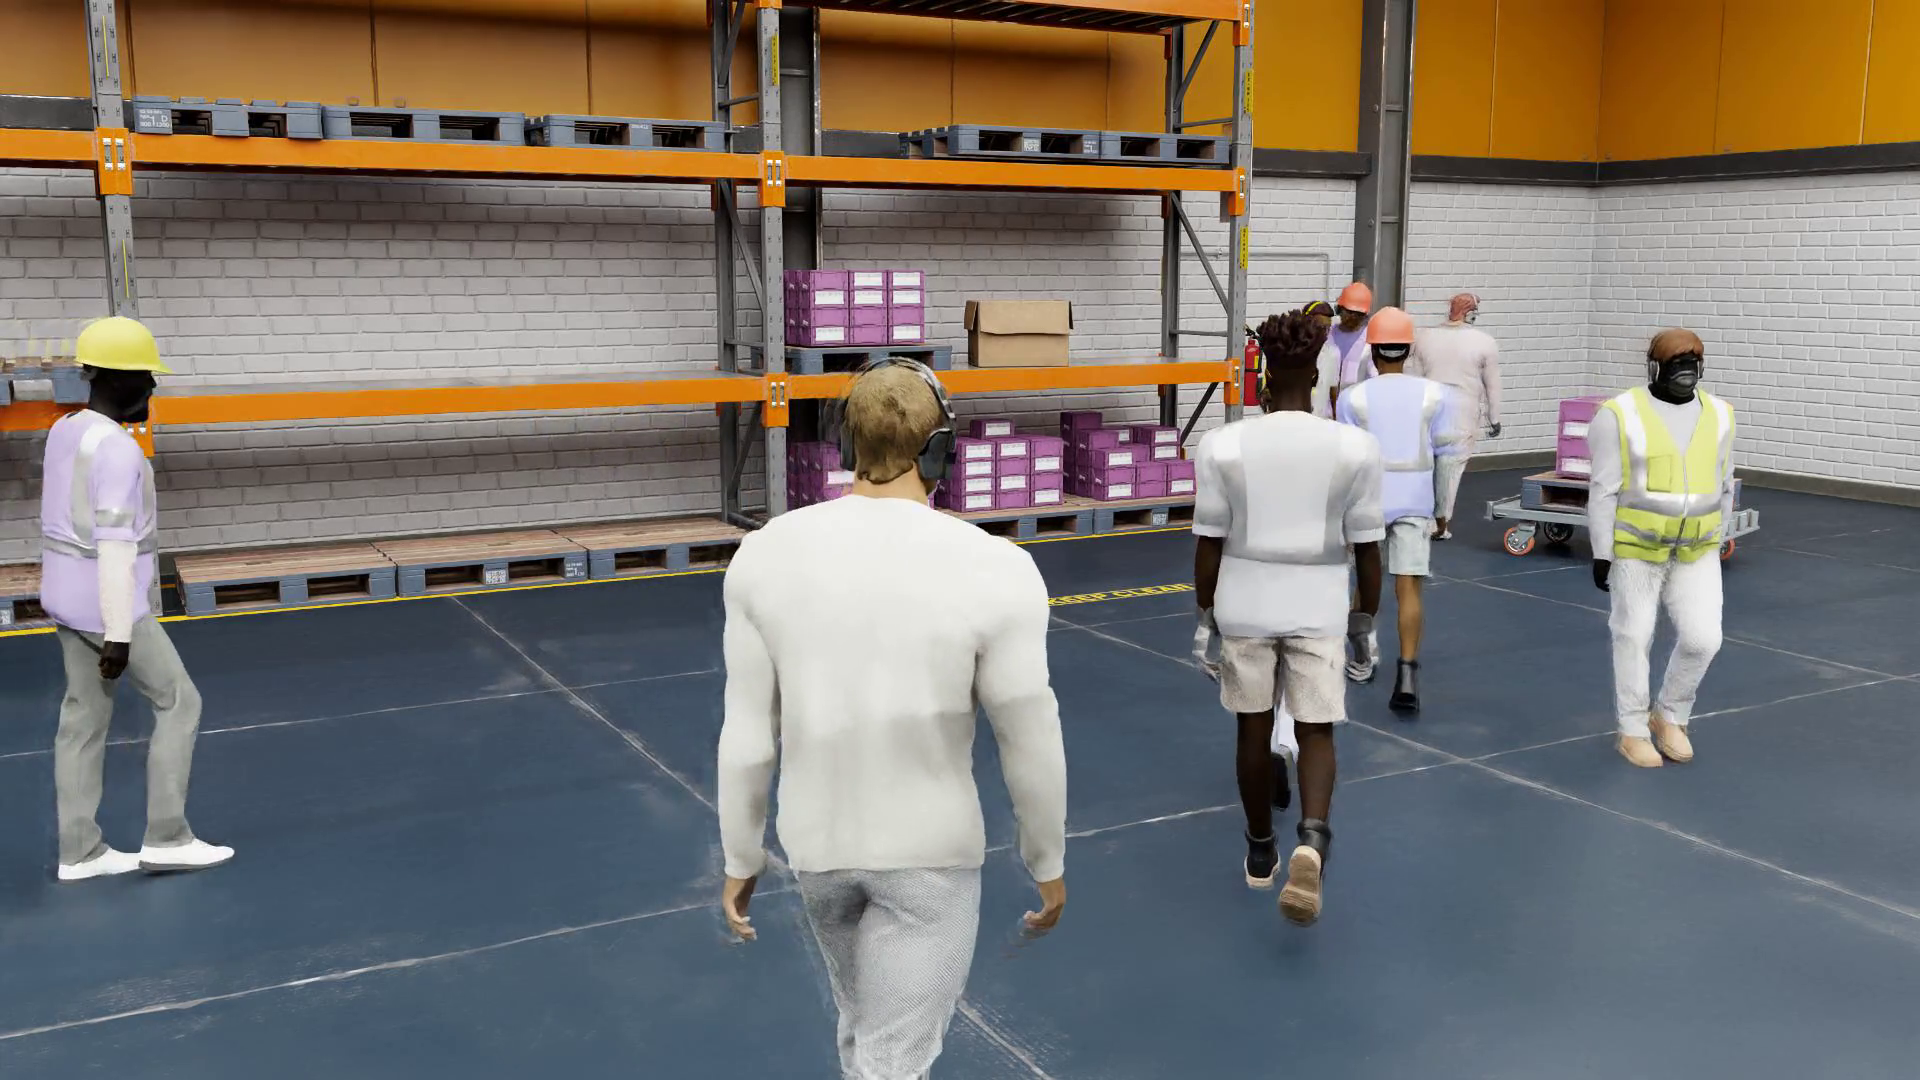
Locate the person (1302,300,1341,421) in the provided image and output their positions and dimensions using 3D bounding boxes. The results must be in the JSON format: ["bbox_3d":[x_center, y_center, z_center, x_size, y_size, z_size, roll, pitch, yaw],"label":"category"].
[{"bbox_3d":[2.373,-0.729,11.501,0.575,1.848,0.421,-2,9,-10],"label":"person"}]

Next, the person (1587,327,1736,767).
[{"bbox_3d":[2.889,0.043,6.862,0.638,1.825,0.456,0,9,2],"label":"person"}]

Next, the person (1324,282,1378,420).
[{"bbox_3d":[2.885,-0.952,12.547,0.677,1.964,1.078,5,11,30],"label":"person"}]

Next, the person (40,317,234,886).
[{"bbox_3d":[-2.809,0.208,5.628,0.597,1.901,0.658,8,12,40],"label":"person"}]

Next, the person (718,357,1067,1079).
[{"bbox_3d":[-0.091,0.593,3.304,0.653,1.892,0.971,4,10,22],"label":"person"}]

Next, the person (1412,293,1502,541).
[{"bbox_3d":[3.800,-0.937,12.691,0.658,1.872,0.729,7,12,38],"label":"person"}]

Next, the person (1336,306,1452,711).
[{"bbox_3d":[2.064,-0.162,7.942,0.553,1.897,0.994,2,9,11],"label":"person"}]

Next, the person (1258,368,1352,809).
[{"bbox_3d":[1.238,0.155,6.465,0.532,1.744,0.745,3,10,20],"label":"person"}]

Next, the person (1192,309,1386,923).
[{"bbox_3d":[1.037,0.242,5.301,0.609,1.945,0.766,2,9,10],"label":"person"}]
